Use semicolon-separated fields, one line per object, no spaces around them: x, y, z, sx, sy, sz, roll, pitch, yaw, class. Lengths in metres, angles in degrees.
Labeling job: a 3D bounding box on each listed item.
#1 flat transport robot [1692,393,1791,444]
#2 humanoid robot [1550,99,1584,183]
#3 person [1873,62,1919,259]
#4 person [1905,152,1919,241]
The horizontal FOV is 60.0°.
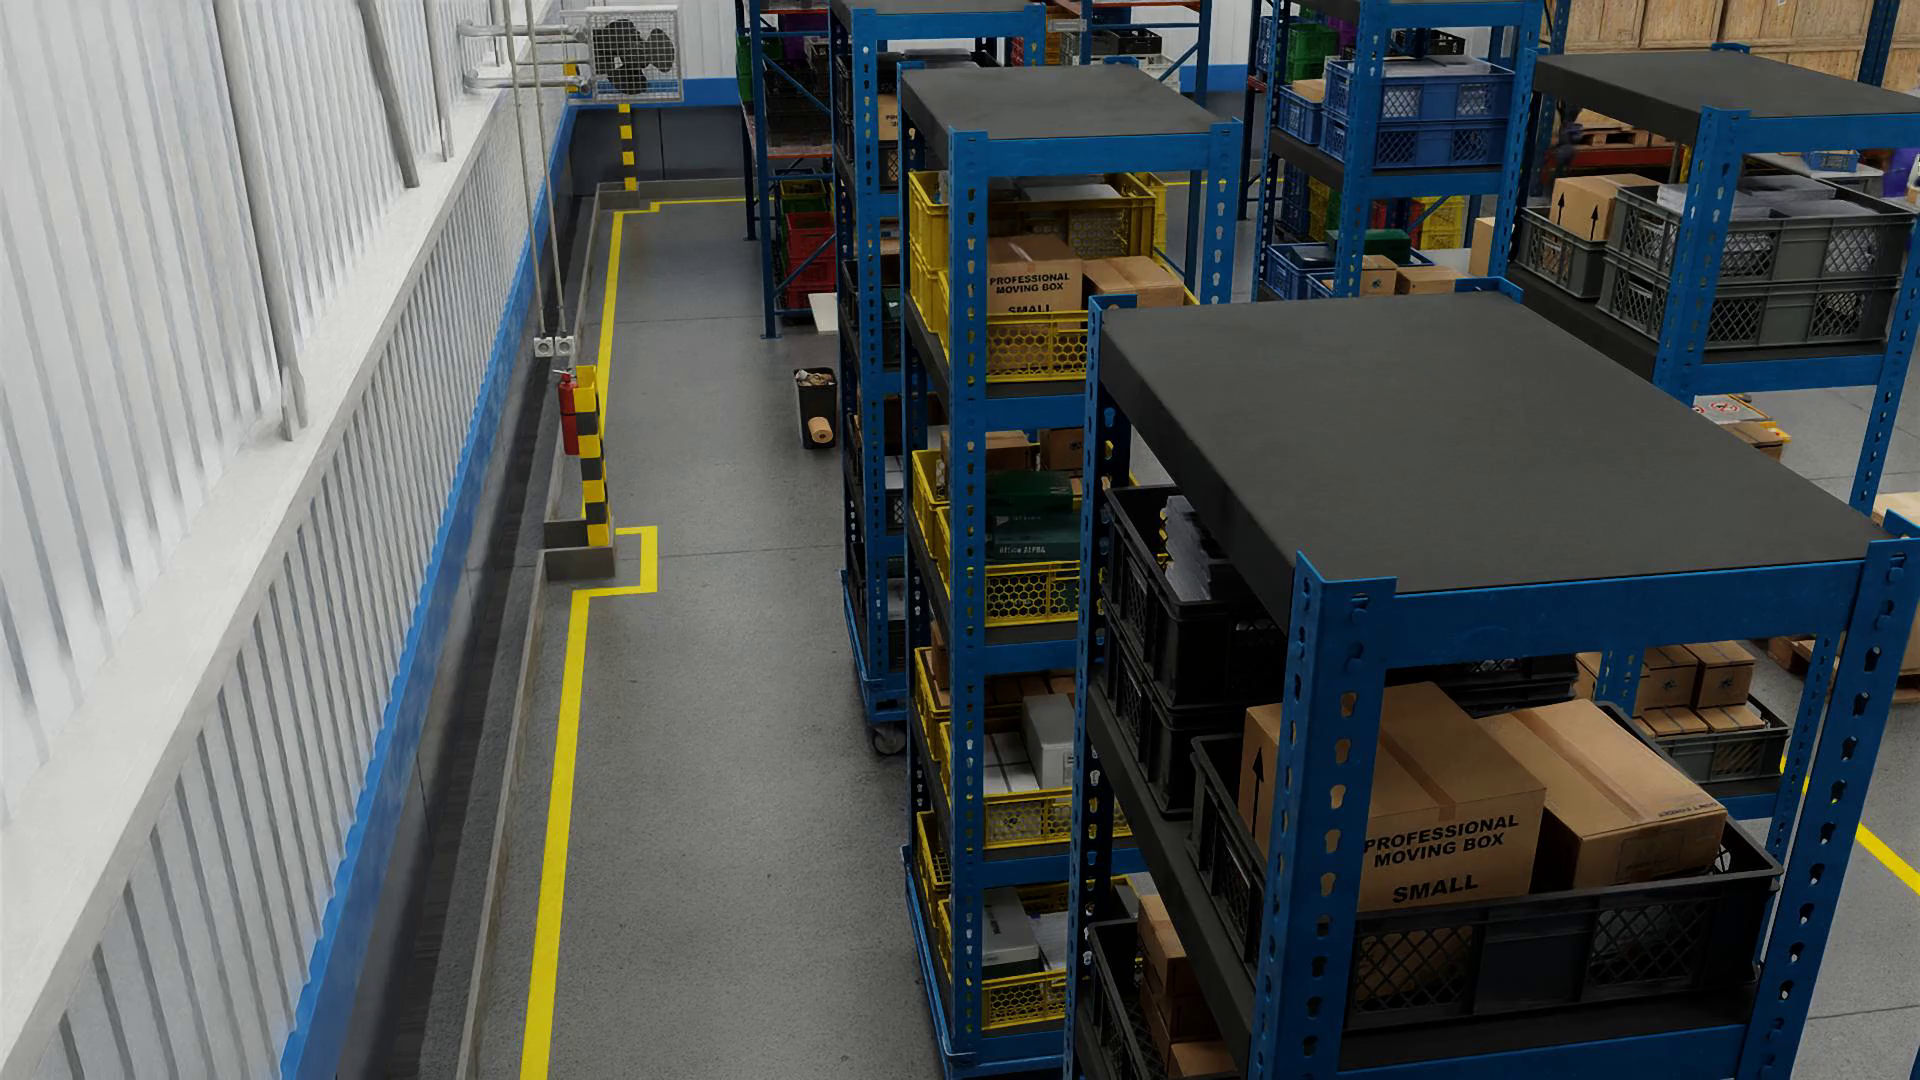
5.224;-0.859;12.132;1.431;0.197;0.652;-4;25;-8;flat transport robot
6.536;-4.270;17.903;0.348;1.645;0.669;9;26;18;humanoid robot
9.468;-3.807;16.457;0.710;2.000;0.540;-1;25;-3;person
9.343;-3.365;15.841;0.573;1.743;0.506;3;25;7;person
